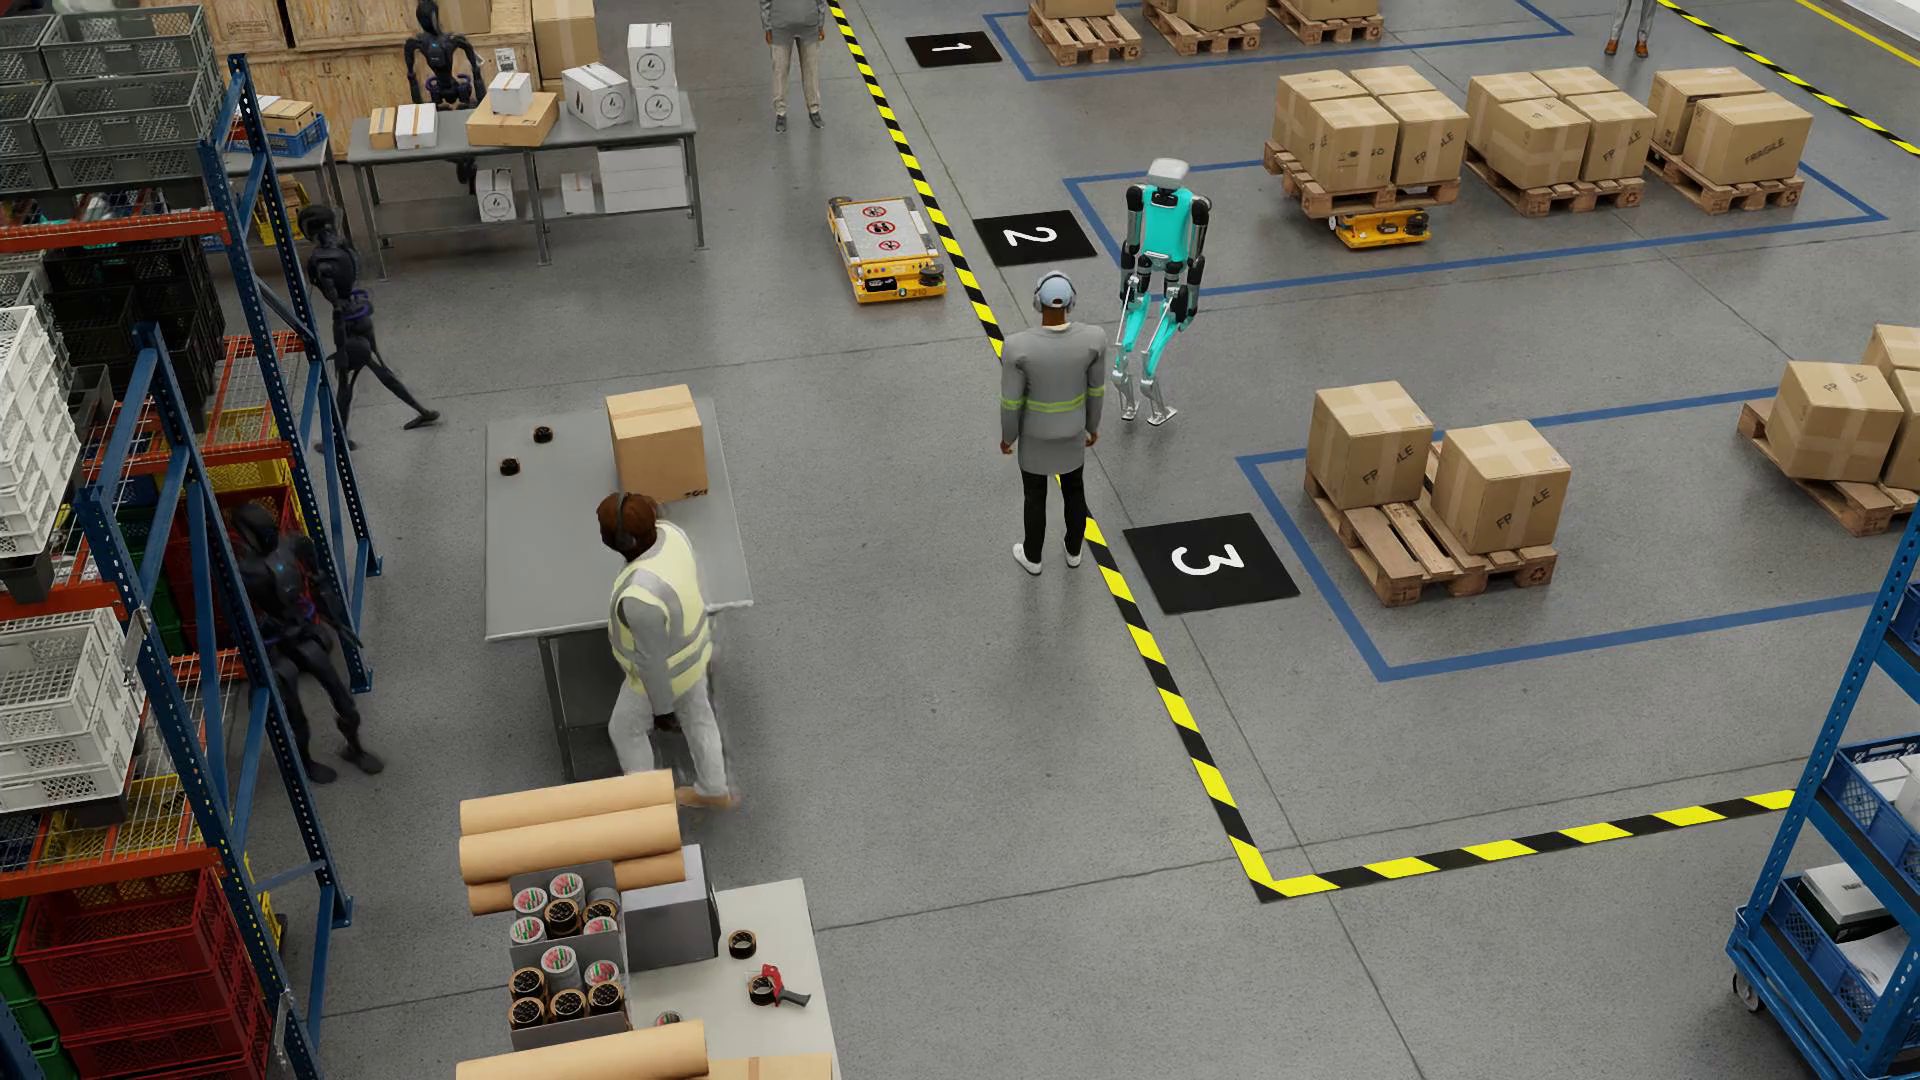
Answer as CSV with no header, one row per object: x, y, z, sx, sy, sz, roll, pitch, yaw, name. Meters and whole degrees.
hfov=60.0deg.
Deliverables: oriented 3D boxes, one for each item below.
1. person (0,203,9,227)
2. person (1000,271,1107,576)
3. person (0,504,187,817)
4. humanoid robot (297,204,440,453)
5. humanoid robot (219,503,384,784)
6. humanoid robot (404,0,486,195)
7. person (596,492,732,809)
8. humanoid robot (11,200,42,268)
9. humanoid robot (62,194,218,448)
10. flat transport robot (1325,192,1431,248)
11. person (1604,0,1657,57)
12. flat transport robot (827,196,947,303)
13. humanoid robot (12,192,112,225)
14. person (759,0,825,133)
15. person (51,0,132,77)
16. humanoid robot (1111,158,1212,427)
-6.472,-1.930,10.711,0.543,2.007,0.669,18,40,22,person
0.491,-0.629,9.072,0.589,1.852,0.397,-7,37,-10,person
-3.933,0.529,7.531,0.589,1.833,0.404,4,37,5,person
-3.718,-1.301,10.160,0.780,1.623,0.594,-9,38,-12,humanoid robot
-3.088,0.495,7.710,0.465,1.640,0.602,19,41,24,humanoid robot
-3.959,-3.452,13.029,0.615,1.639,0.621,-3,37,-4,humanoid robot
-1.421,0.552,7.517,0.703,1.815,0.637,7,37,10,person
-5.552,-1.445,10.318,0.337,1.655,0.611,14,39,18,humanoid robot
-4.797,-1.165,9.921,0.687,1.833,0.541,9,38,12,humanoid robot
3.134,-2.740,13.213,0.652,0.197,1.431,-8,37,-10,flat transport robot
6.474,-5.471,15.559,0.585,1.878,0.383,10,38,13,person
-0.570,-2.220,12.538,0.659,0.231,1.431,-8,37,-10,flat transport robot
-5.282,-1.367,10.120,0.543,1.742,0.724,-14,39,-18,humanoid robot
-1.418,-4.374,14.175,0.564,1.769,0.396,-10,38,-13,person
-6.903,-3.940,13.482,0.967,1.904,0.613,21,41,26,person
1.137,-1.429,10.129,0.533,1.681,0.735,18,40,23,humanoid robot
